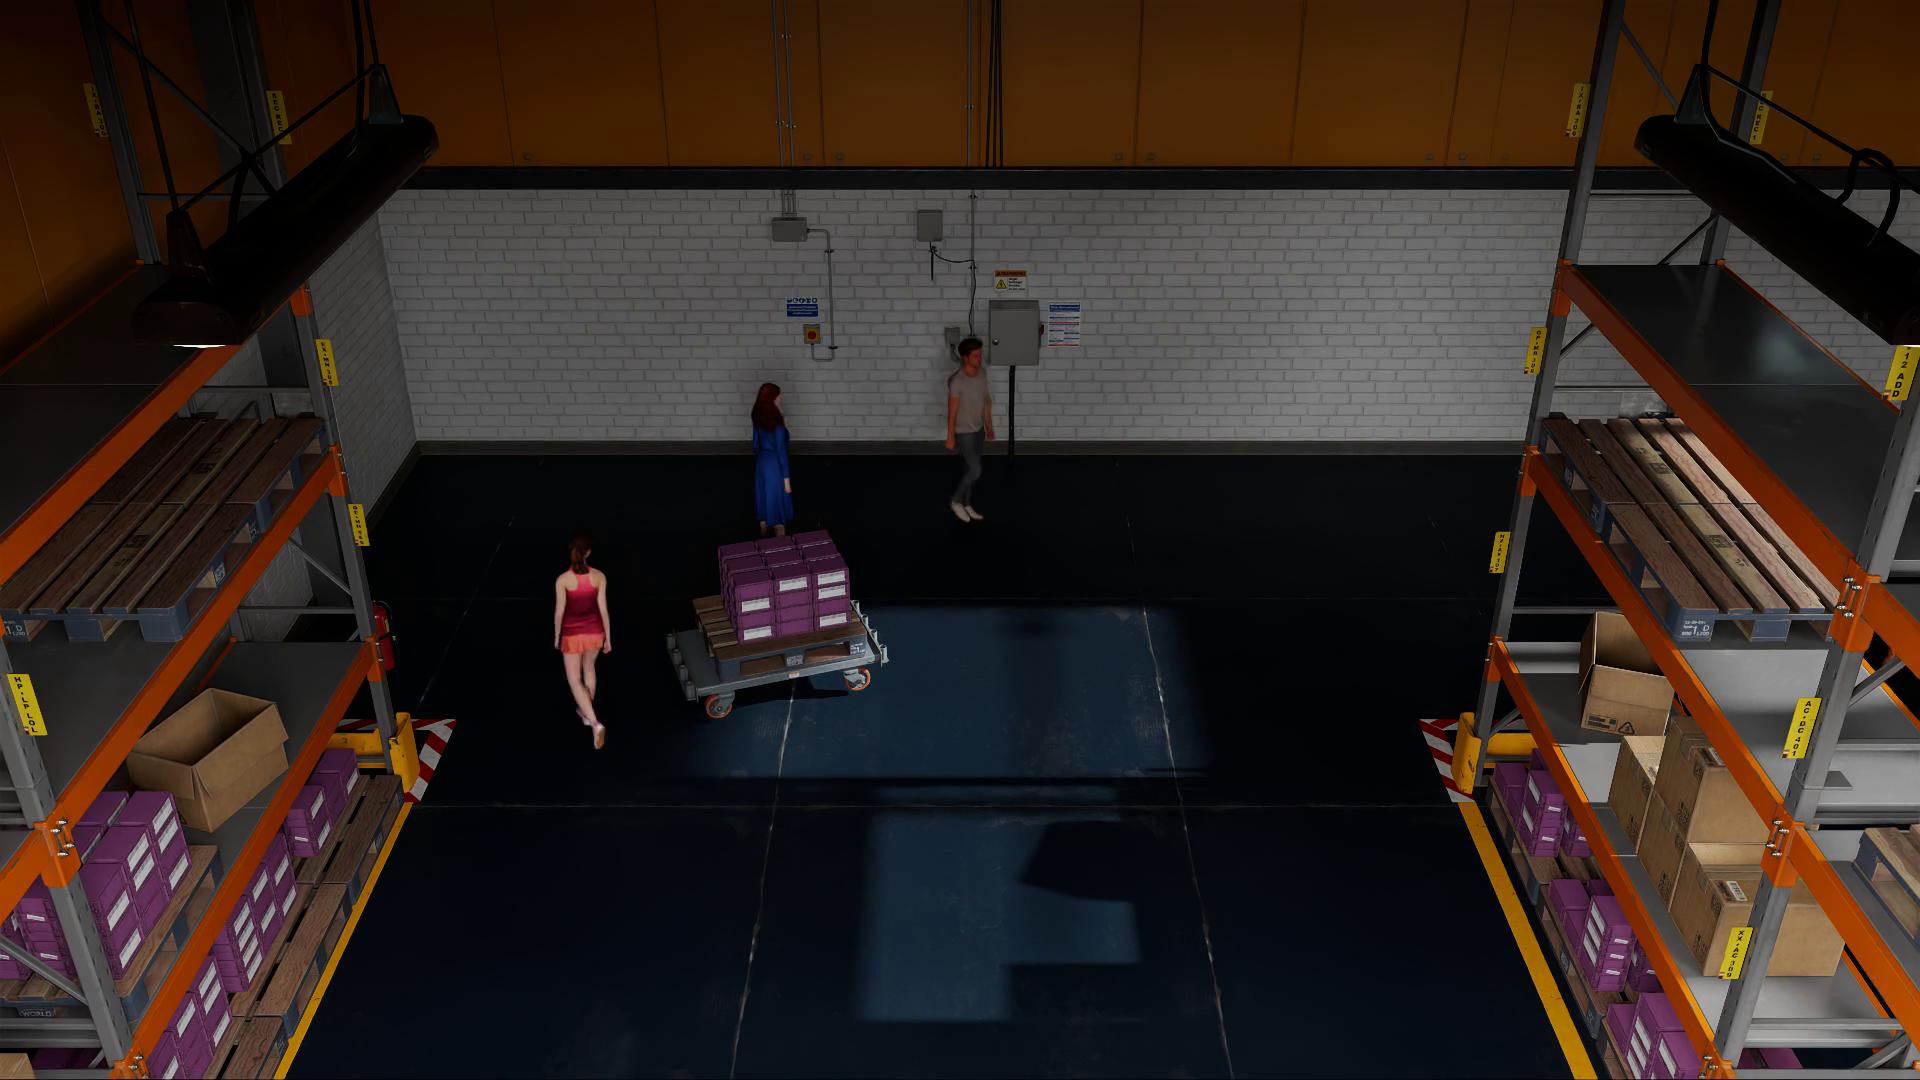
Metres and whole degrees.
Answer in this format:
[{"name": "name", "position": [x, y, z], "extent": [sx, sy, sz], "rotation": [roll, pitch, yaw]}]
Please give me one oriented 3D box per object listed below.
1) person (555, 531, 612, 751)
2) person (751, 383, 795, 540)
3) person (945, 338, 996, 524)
[{"name": "person", "position": [-2.837, 0.777, 12.619], "extent": [0.894, 1.724, 1.097], "rotation": [-16, 32, -26]}, {"name": "person", "position": [-1.685, -0.548, 14.939], "extent": [0.772, 1.828, 0.698], "rotation": [-21, 35, -34]}, {"name": "person", "position": [0.015, -1.068, 15.834], "extent": [0.829, 1.884, 0.741], "rotation": [19, 34, 30]}]
